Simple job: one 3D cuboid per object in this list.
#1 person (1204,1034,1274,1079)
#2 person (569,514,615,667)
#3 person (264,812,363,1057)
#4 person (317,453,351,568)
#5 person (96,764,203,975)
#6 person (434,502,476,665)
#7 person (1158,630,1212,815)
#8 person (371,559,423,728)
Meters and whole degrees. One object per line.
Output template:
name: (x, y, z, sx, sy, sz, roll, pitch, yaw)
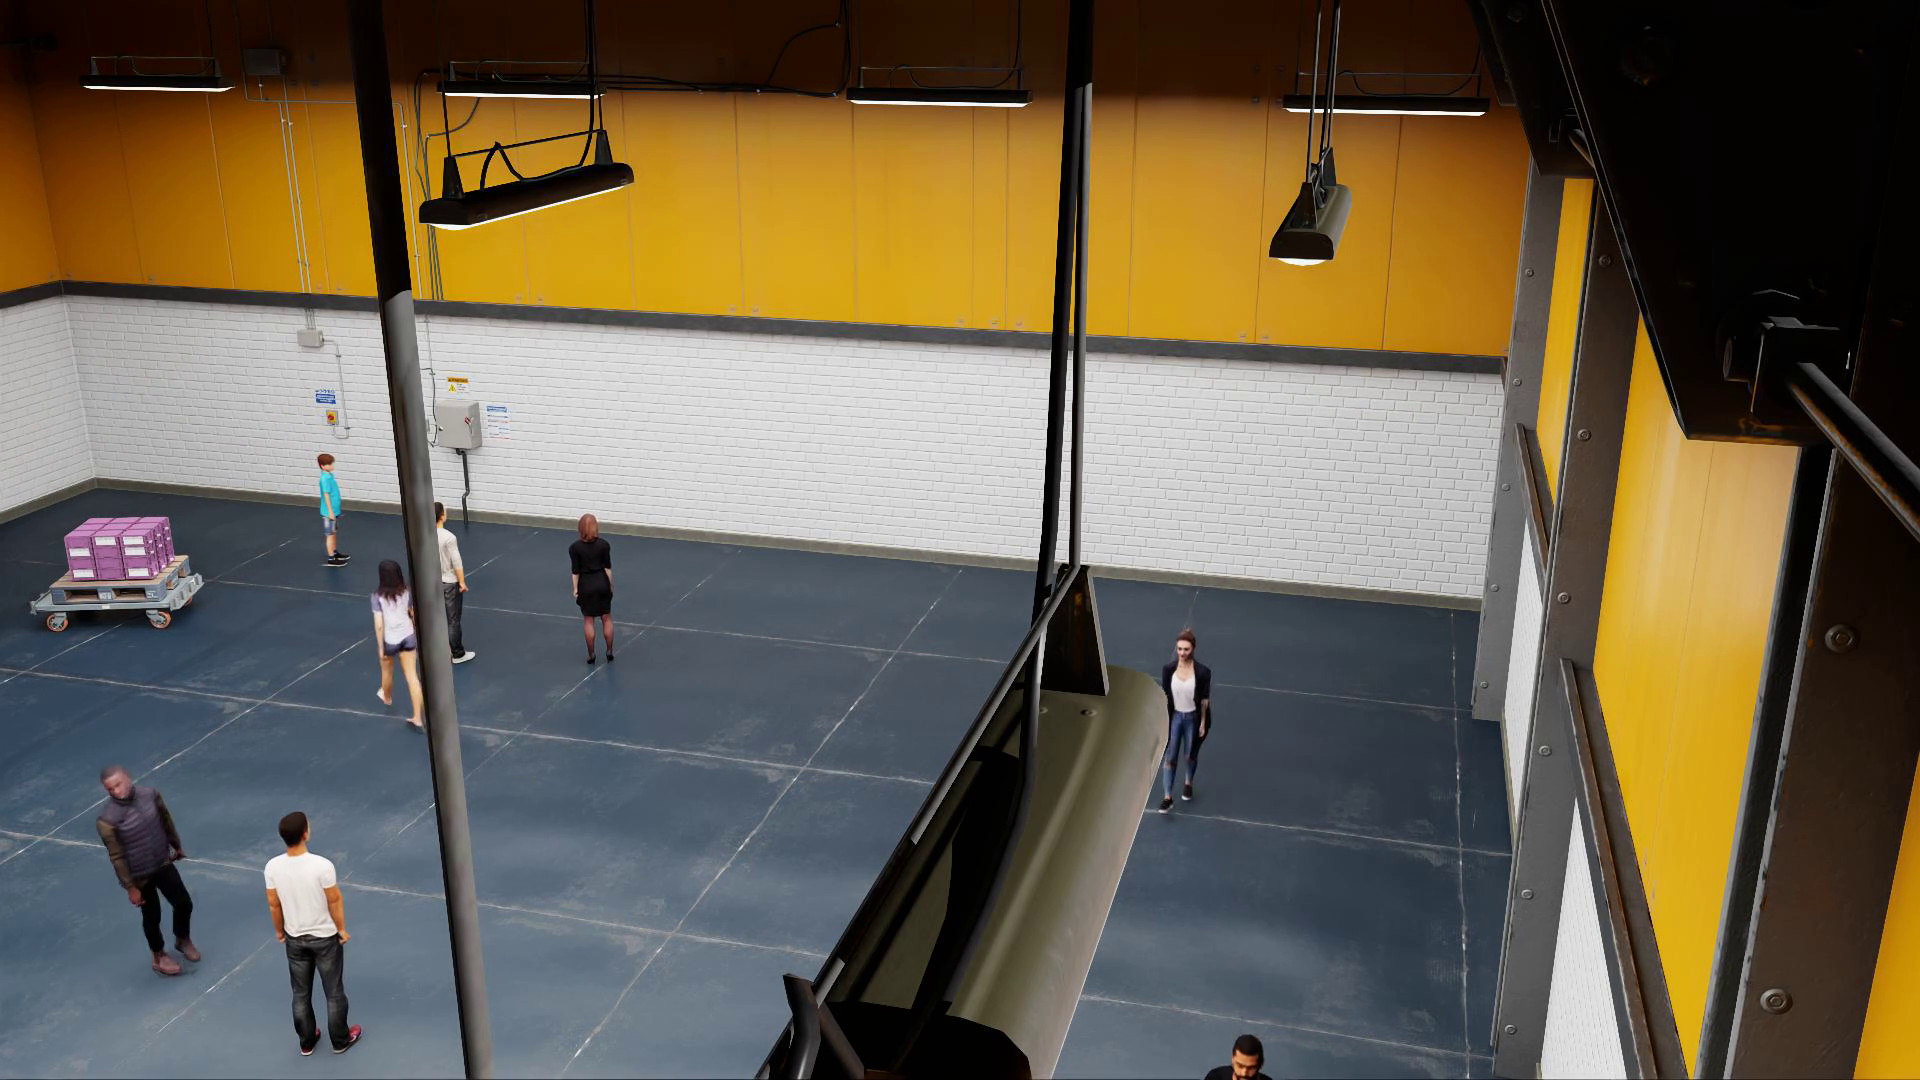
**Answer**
person: (1.564, 3.450, 9.255, 0.677, 1.742, 0.716, 7, 20, 19)
person: (-3.956, 0.530, 17.981, 0.658, 1.706, 0.677, -6, 20, -19)
person: (-4.453, 2.699, 11.397, 0.698, 1.798, 0.632, 0, 19, -1)
person: (-8.017, -0.402, 21.152, 0.652, 1.448, 0.541, -3, 19, -8)
person: (-5.976, 2.416, 12.233, 0.922, 1.801, 0.689, 5, 19, 14)
person: (-5.596, 0.459, 18.026, 0.678, 1.812, 0.577, 7, 20, 20)
person: (2.047, 1.579, 14.941, 0.642, 1.659, 0.880, 6, 19, 16)
person: (-5.534, 1.054, 16.471, 1.145, 1.678, 1.103, -14, 23, -36)
